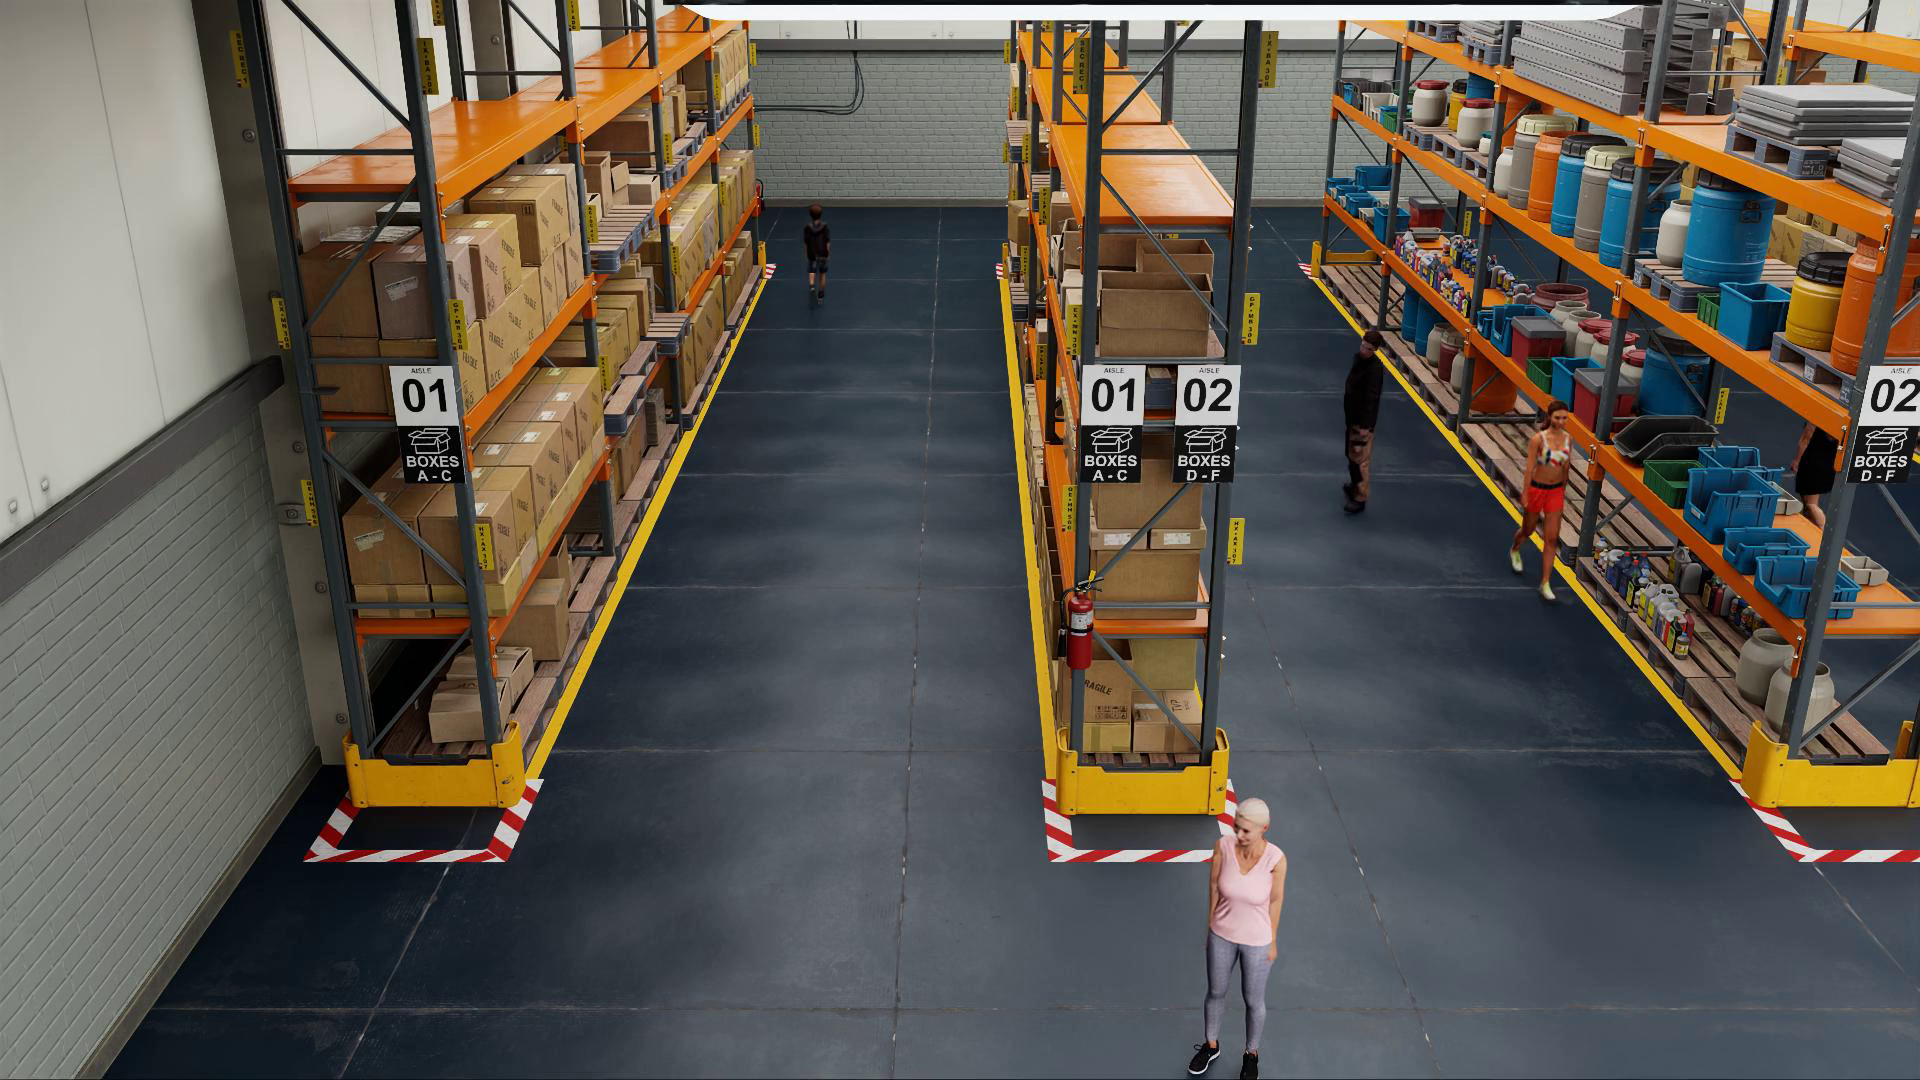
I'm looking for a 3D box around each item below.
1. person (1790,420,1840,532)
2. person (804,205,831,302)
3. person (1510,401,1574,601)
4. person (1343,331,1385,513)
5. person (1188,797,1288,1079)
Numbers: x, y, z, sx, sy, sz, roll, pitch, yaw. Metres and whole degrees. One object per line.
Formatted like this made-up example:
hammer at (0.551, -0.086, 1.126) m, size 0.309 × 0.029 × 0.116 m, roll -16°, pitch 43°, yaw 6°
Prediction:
person at (8.051, -0.628, 15.490) m, size 0.788 × 1.694 × 1.060 m, roll -5°, pitch 23°, yaw -11°
person at (-2.121, -4.229, 24.641) m, size 0.538 × 1.433 × 0.774 m, roll 1°, pitch 22°, yaw 1°
person at (5.180, -0.411, 14.891) m, size 0.611 × 1.746 × 1.140 m, roll -1°, pitch 22°, yaw -2°
person at (4.008, -1.202, 16.627) m, size 0.982 × 1.895 × 0.529 m, roll 2°, pitch 22°, yaw 6°
person at (1.496, 2.090, 8.812) m, size 0.642 × 1.720 × 0.650 m, roll 10°, pitch 24°, yaw 23°
